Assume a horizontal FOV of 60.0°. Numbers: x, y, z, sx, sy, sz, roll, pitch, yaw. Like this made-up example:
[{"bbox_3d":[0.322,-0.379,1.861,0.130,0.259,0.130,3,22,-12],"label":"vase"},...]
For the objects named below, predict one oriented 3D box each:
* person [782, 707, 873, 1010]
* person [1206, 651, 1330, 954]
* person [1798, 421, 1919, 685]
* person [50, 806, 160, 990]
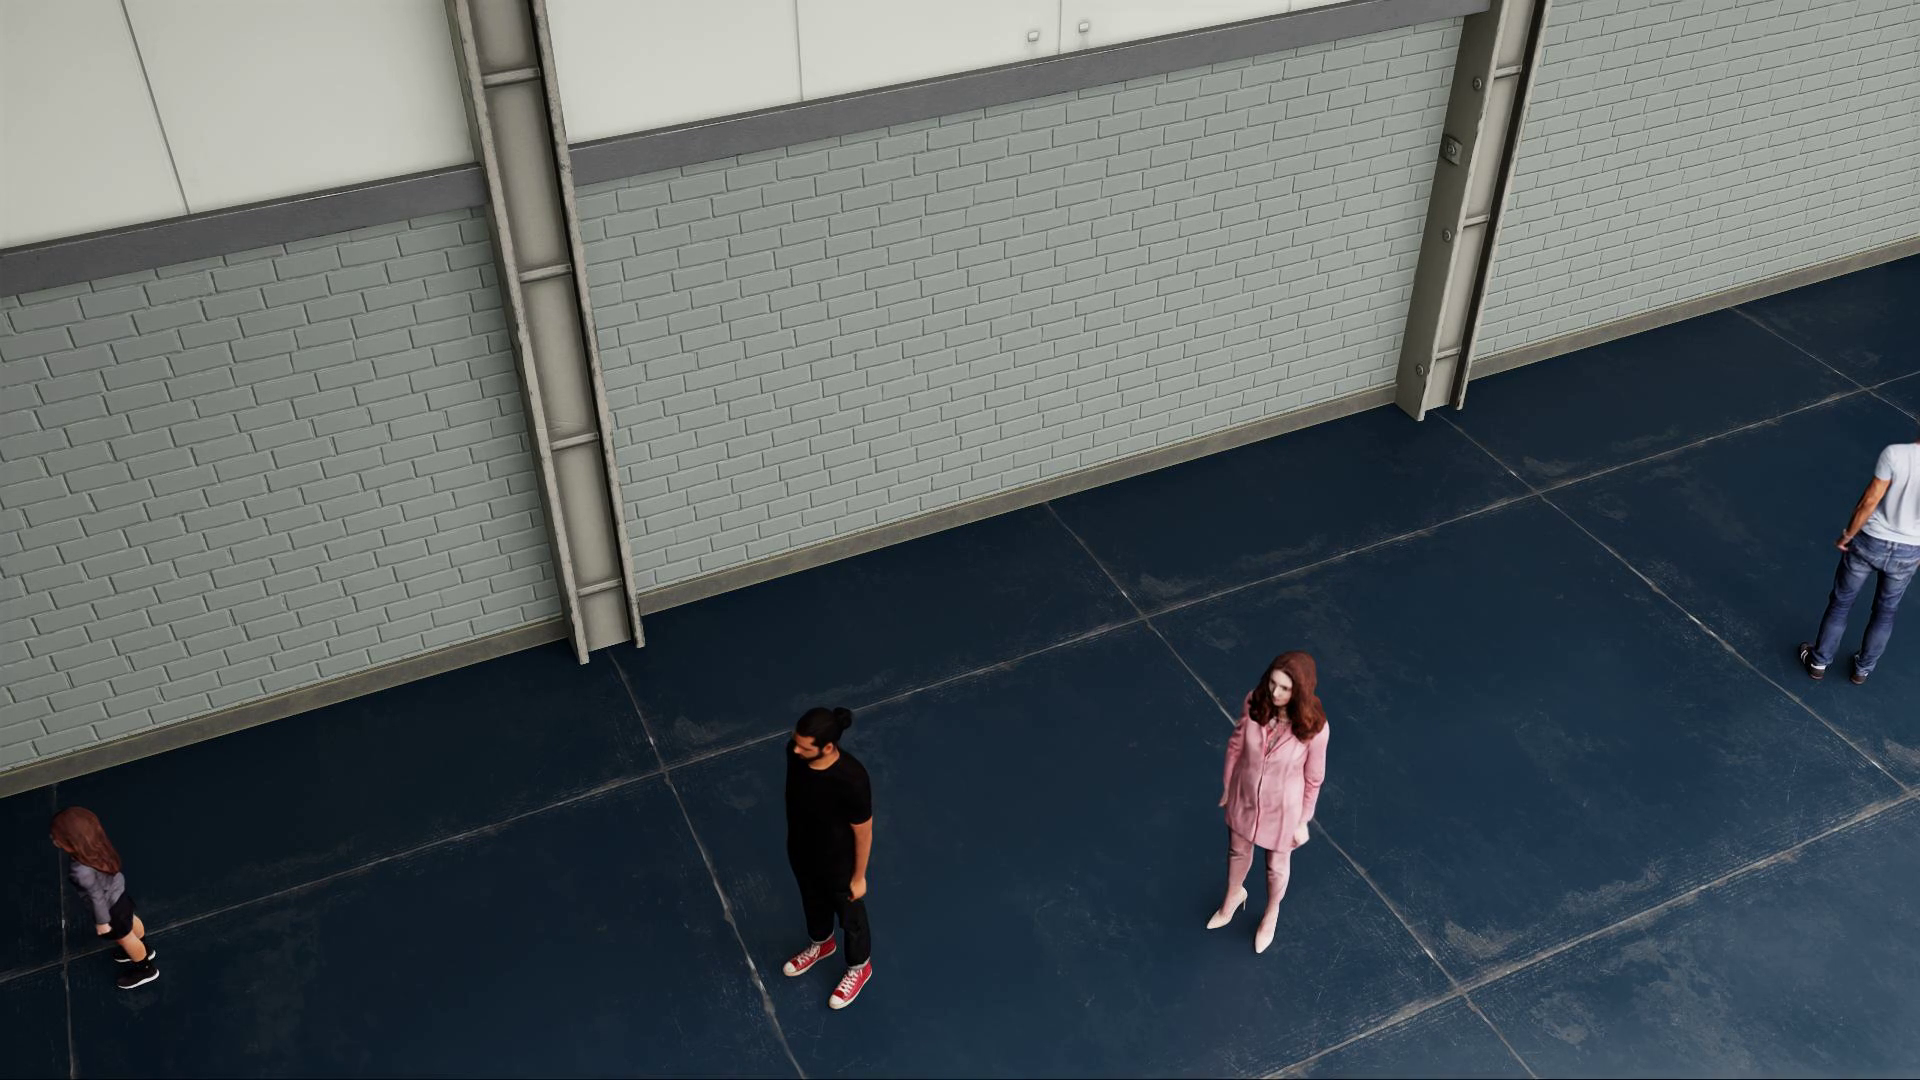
[{"bbox_3d":[-0.587,1.381,7.434,0.709,1.756,0.697,27,46,30],"label":"person"},{"bbox_3d":[1.422,1.192,7.637,0.690,1.803,0.686,24,44,28],"label":"person"},{"bbox_3d":[5.076,0.017,9.087,0.701,1.865,0.776,10,39,13],"label":"person"},{"bbox_3d":[-3.932,1.626,7.648,0.453,1.105,0.479,-13,40,-16],"label":"person"}]
